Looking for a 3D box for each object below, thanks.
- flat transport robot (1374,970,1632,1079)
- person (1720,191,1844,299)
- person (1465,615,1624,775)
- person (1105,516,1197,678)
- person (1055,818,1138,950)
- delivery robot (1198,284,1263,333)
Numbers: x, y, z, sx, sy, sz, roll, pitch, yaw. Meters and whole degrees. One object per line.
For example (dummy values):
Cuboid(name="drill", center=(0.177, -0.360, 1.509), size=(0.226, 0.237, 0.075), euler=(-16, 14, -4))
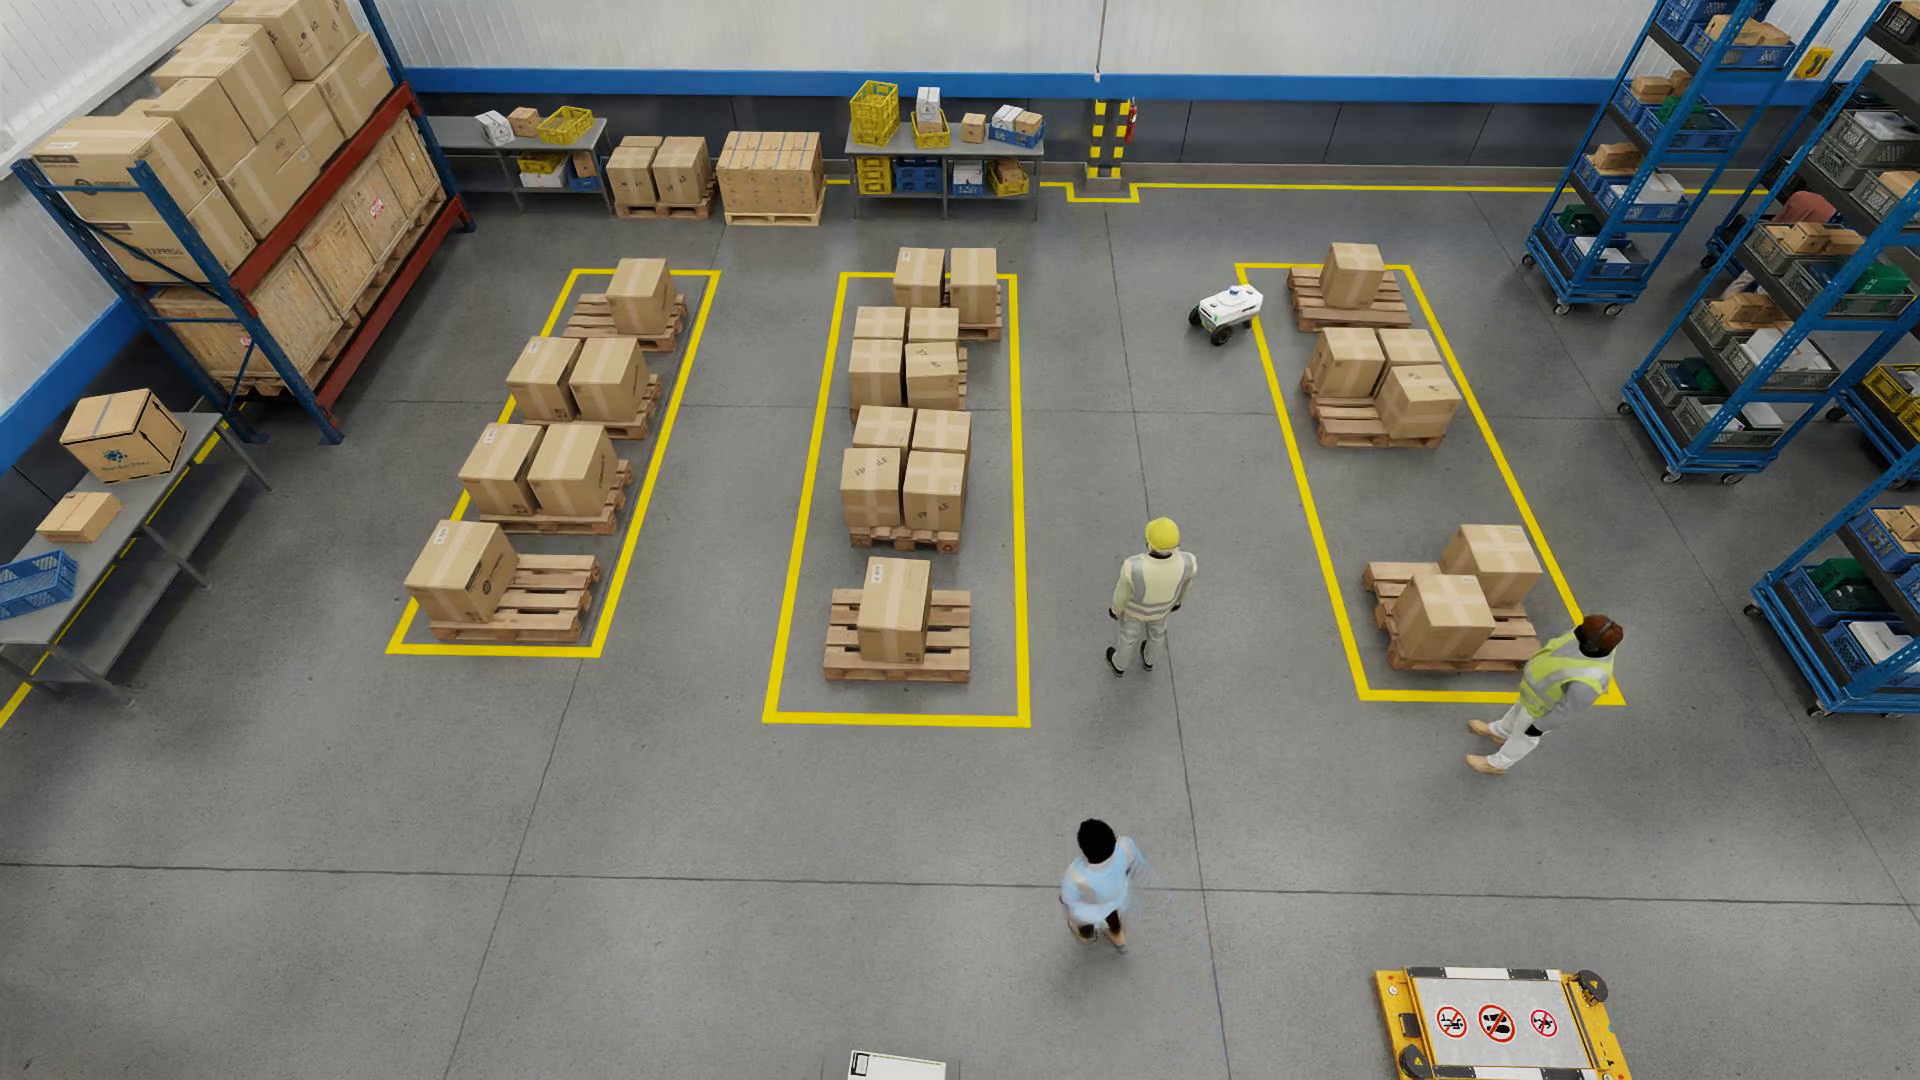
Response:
Cuboid(name="flat transport robot", center=(3.501, 3.133, 5.914), size=(1.431, 0.197, 0.652), euler=(1, 51, 1))
Cuboid(name="person", center=(8.889, -3.077, 9.886), size=(0.411, 1.979, 0.625), euler=(-19, 53, -15))
Cuboid(name="person", center=(4.173, 1.113, 6.558), size=(0.430, 1.840, 0.621), euler=(22, 54, 17))
Cuboid(name="person", center=(1.446, 0.463, 7.091), size=(0.600, 1.829, 0.404), euler=(-8, 51, -6))
Cuboid(name="person", center=(0.846, 2.213, 5.762), size=(0.538, 1.678, 0.381), euler=(-29, 56, -21))
Cuboid(name="delivery robot", center=(3.067, -2.652, 10.390), size=(0.707, 0.478, 0.477), euler=(-22, 54, -17))
